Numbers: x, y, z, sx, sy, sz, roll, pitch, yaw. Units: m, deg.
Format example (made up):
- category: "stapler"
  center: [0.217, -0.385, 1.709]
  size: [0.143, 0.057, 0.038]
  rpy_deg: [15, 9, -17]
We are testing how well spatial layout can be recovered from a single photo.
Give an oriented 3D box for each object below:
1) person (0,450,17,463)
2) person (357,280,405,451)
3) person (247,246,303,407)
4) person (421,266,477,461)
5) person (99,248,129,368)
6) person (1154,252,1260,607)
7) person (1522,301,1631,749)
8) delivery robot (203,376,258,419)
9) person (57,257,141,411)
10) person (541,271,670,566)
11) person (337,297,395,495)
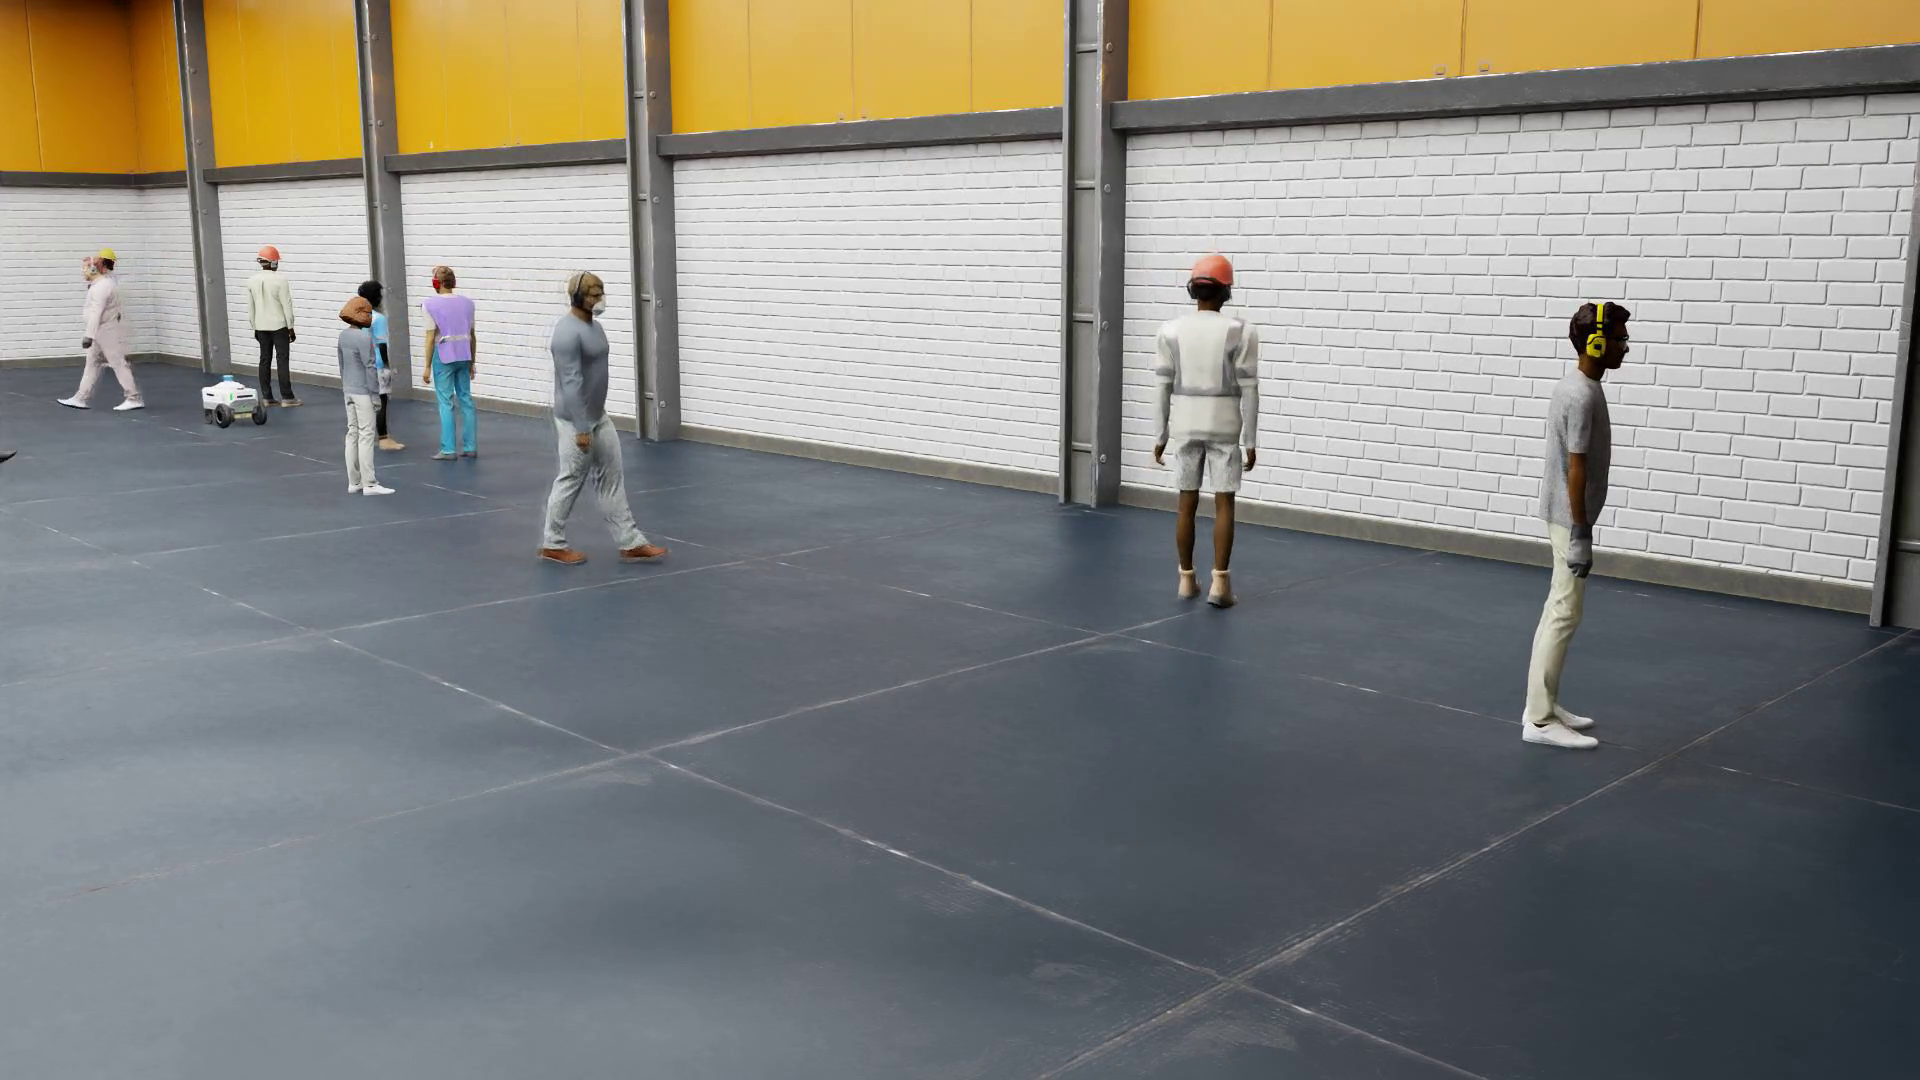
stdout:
- category: "person"
  center: [-9.075, -1.455, 14.936]
  size: [0.895, 1.716, 0.554]
  rpy_deg: [-4, 11, -18]
- category: "person"
  center: [-5.832, -1.726, 16.509]
  size: [0.539, 1.695, 0.318]
  rpy_deg: [8, 13, 37]
- category: "person"
  center: [-8.569, -2.658, 20.760]
  size: [0.611, 1.996, 0.379]
  rpy_deg: [3, 11, 15]
- category: "person"
  center: [-4.821, -1.669, 15.784]
  size: [0.373, 1.840, 0.570]
  rpy_deg: [8, 13, 37]
- category: "person"
  center: [-13.735, -3.736, 26.855]
  size: [0.583, 1.919, 0.389]
  rpy_deg: [6, 12, 31]
- category: "person"
  center: [1.428, -0.637, 9.639]
  size: [0.608, 2.048, 0.397]
  rpy_deg: [4, 11, 22]
- category: "person"
  center: [2.579, -0.060, 6.963]
  size: [0.329, 1.863, 0.509]
  rpy_deg: [3, 11, 17]
- category: "delivery robot"
  center: [-8.212, -1.607, 18.708]
  size: [0.707, 0.478, 0.477]
  rpy_deg: [9, 14, 40]
- category: "person"
  center: [-10.496, -2.484, 20.152]
  size: [0.955, 1.860, 0.665]
  rpy_deg: [-6, 12, -28]
- category: "person"
  center: [-2.348, -0.761, 10.670]
  size: [0.841, 1.902, 0.652]
  rpy_deg: [2, 11, 10]
- category: "person"
  center: [-4.931, -1.185, 13.719]
  size: [0.499, 1.633, 0.281]
  rpy_deg: [9, 14, 42]
